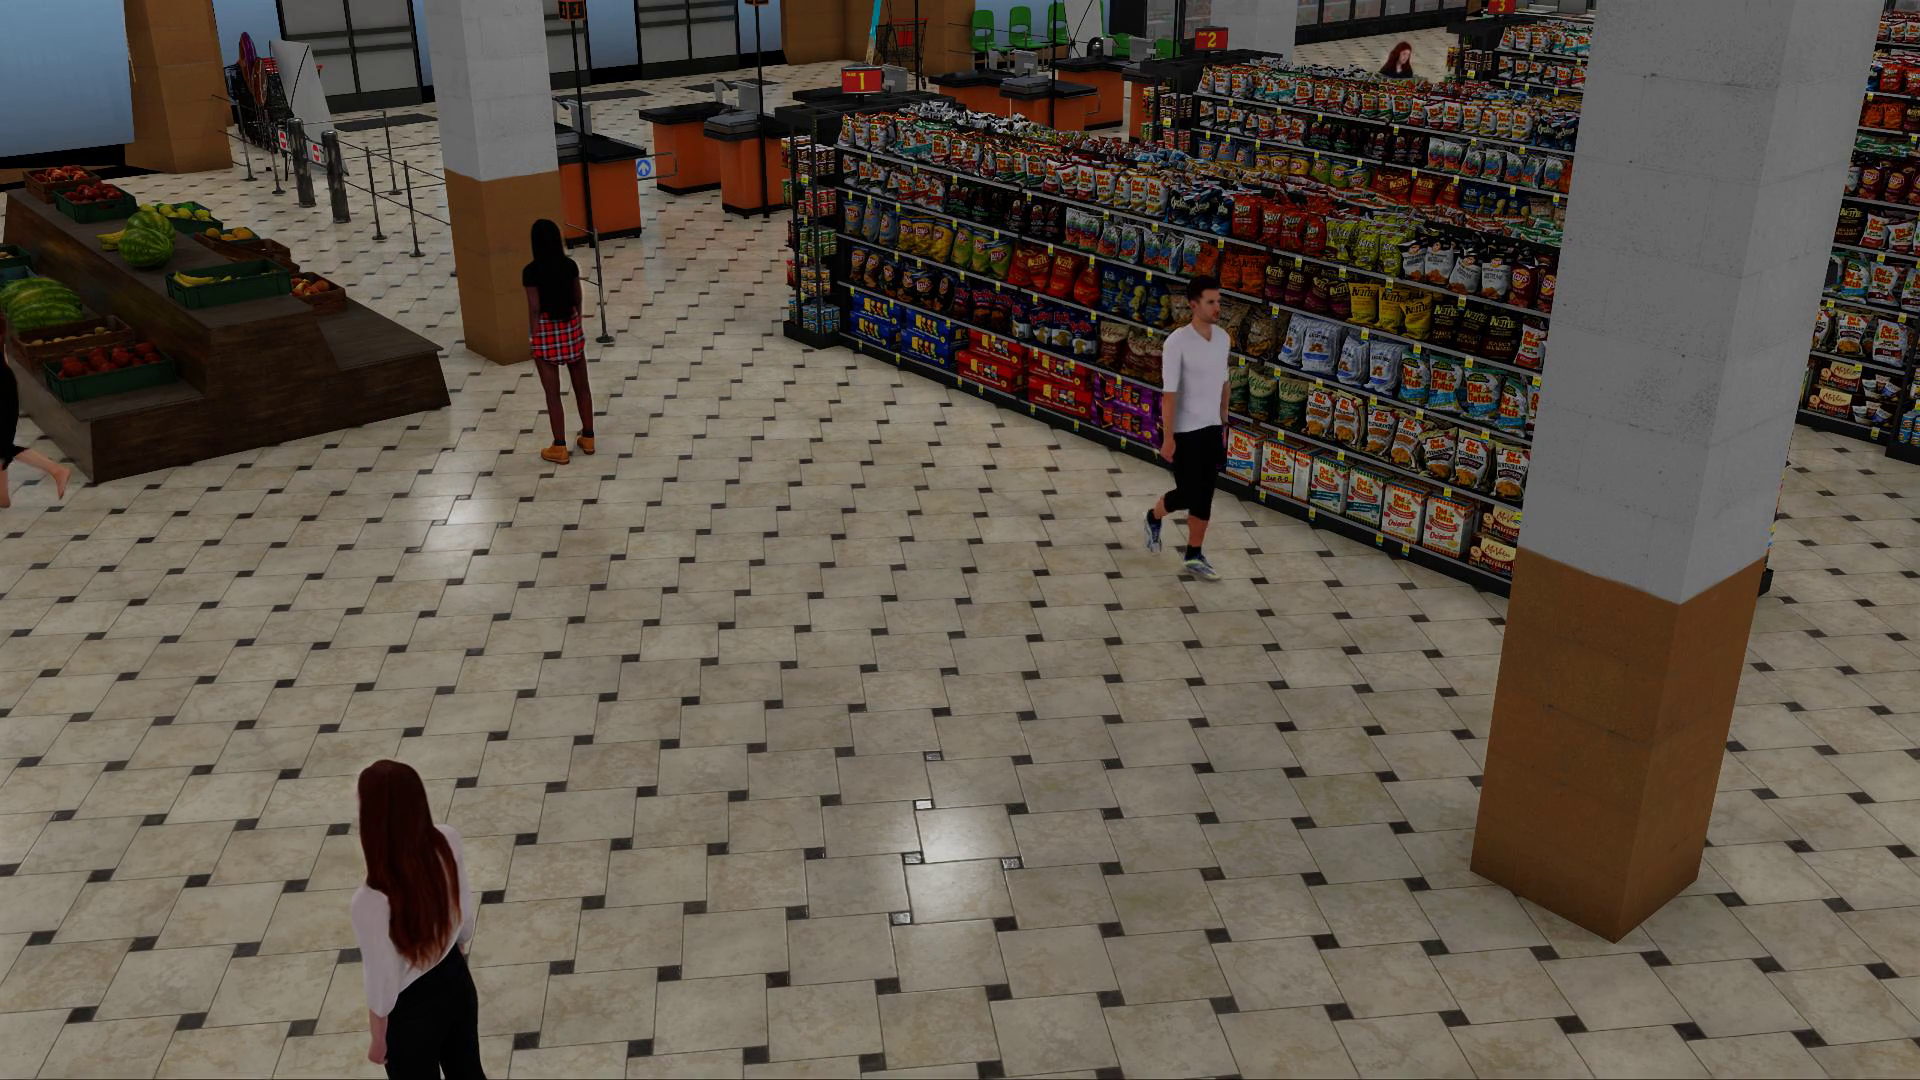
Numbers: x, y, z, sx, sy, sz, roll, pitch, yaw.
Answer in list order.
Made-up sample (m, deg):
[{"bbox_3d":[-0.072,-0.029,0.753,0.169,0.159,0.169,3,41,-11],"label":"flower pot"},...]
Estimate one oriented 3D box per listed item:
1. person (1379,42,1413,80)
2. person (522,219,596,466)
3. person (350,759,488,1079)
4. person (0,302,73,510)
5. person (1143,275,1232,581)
[{"bbox_3d":[5.214,-5.131,20.222,1.228,1.741,1.182,7,25,16],"label":"person"},{"bbox_3d":[-2.838,-1.405,11.724,0.625,1.727,0.638,21,31,39],"label":"person"},{"bbox_3d":[-1.652,1.454,5.150,0.656,1.759,0.663,10,25,21],"label":"person"},{"bbox_3d":[-6.197,-0.943,10.837,0.952,1.592,0.958,-4,24,-8],"label":"person"},{"bbox_3d":[1.344,-0.682,9.931,0.706,1.842,0.865,-16,28,-32],"label":"person"}]
